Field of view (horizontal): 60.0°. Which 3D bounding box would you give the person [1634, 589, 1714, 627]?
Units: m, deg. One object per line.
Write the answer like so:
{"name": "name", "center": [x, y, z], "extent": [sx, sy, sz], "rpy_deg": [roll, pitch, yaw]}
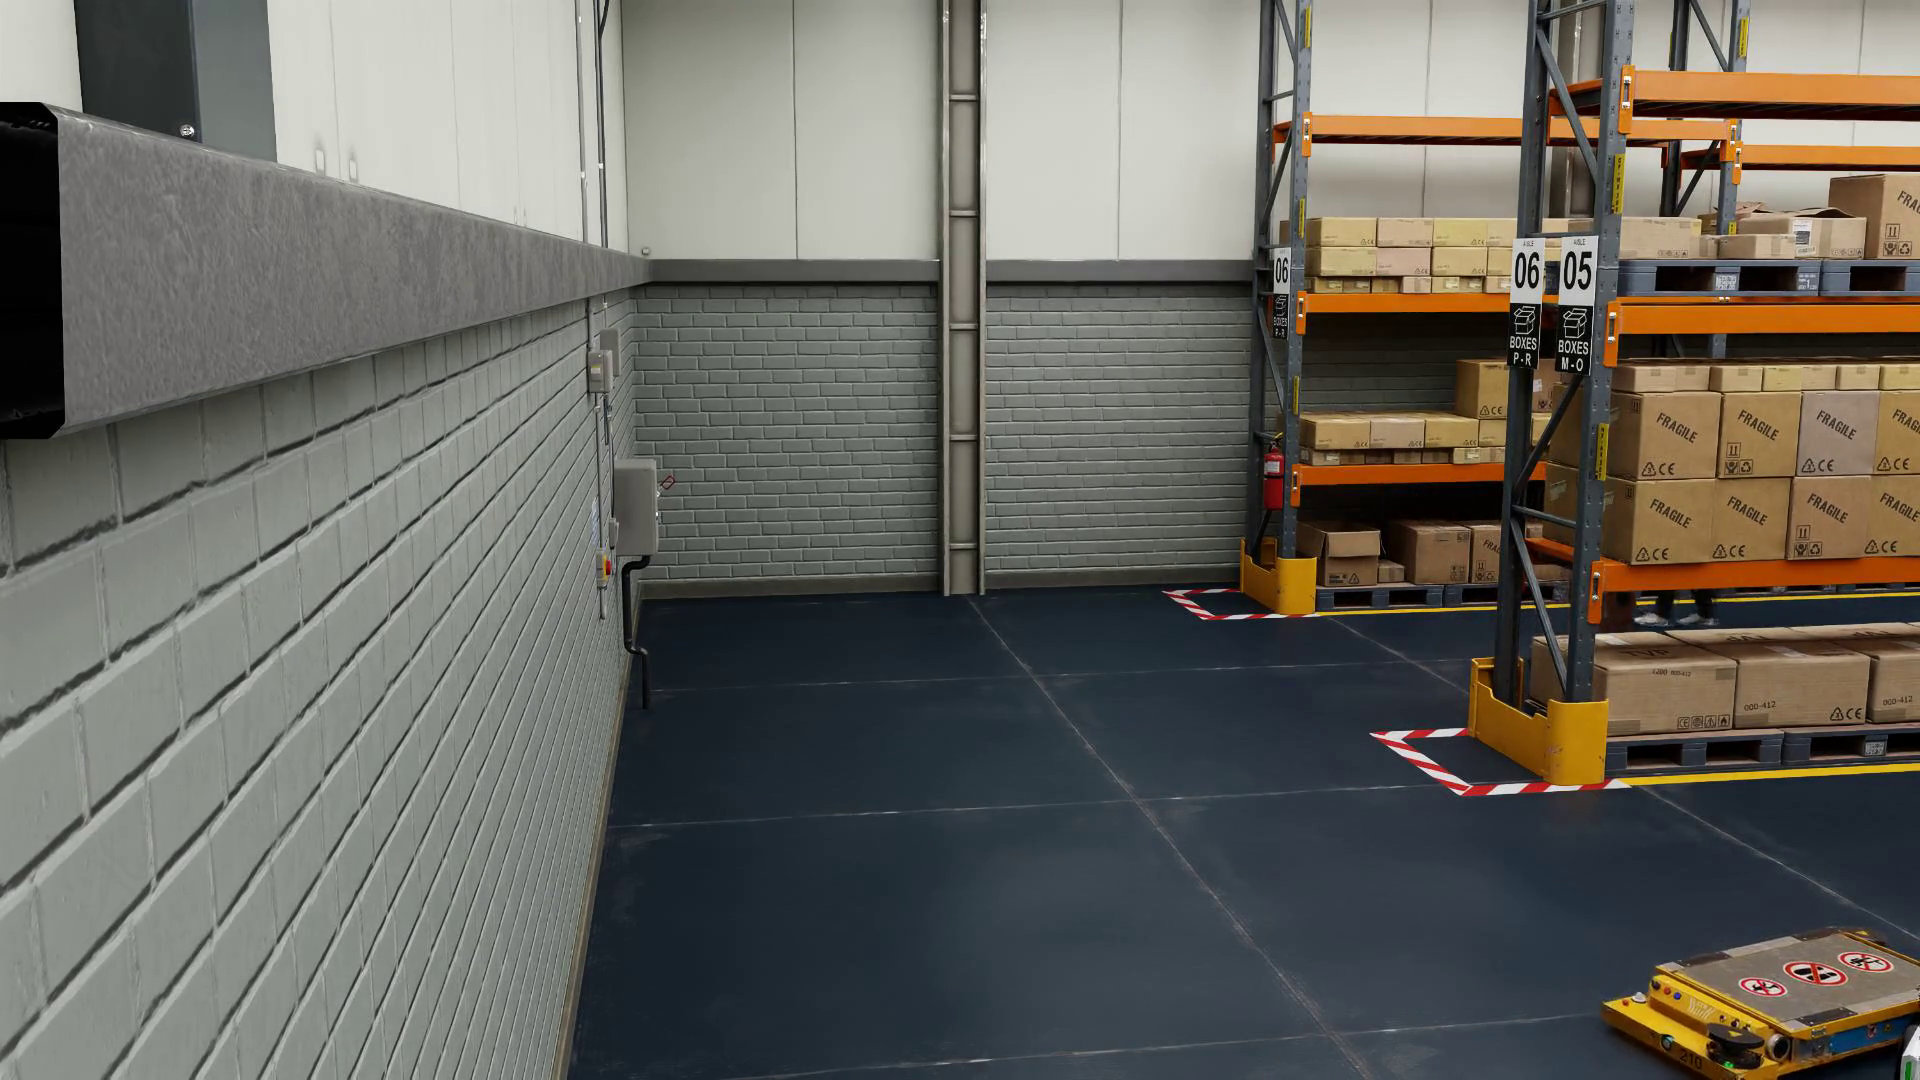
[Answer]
{"name": "person", "center": [6.080, -0.193, 14.146], "extent": [0.868, 1.883, 0.615], "rpy_deg": [0, 9, 0]}

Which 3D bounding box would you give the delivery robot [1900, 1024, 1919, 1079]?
{"name": "delivery robot", "center": [3.491, 1.790, 5.736], "extent": [0.477, 0.478, 0.707], "rpy_deg": [7, 12, 39]}

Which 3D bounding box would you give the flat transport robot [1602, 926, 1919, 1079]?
{"name": "flat transport robot", "center": [3.350, 1.834, 6.627], "extent": [1.431, 0.197, 0.652], "rpy_deg": [-4, 10, -23]}

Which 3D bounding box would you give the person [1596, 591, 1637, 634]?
{"name": "person", "center": [4.467, 0.232, 11.530], "extent": [0.570, 1.888, 0.665], "rpy_deg": [-1, 9, -5]}
